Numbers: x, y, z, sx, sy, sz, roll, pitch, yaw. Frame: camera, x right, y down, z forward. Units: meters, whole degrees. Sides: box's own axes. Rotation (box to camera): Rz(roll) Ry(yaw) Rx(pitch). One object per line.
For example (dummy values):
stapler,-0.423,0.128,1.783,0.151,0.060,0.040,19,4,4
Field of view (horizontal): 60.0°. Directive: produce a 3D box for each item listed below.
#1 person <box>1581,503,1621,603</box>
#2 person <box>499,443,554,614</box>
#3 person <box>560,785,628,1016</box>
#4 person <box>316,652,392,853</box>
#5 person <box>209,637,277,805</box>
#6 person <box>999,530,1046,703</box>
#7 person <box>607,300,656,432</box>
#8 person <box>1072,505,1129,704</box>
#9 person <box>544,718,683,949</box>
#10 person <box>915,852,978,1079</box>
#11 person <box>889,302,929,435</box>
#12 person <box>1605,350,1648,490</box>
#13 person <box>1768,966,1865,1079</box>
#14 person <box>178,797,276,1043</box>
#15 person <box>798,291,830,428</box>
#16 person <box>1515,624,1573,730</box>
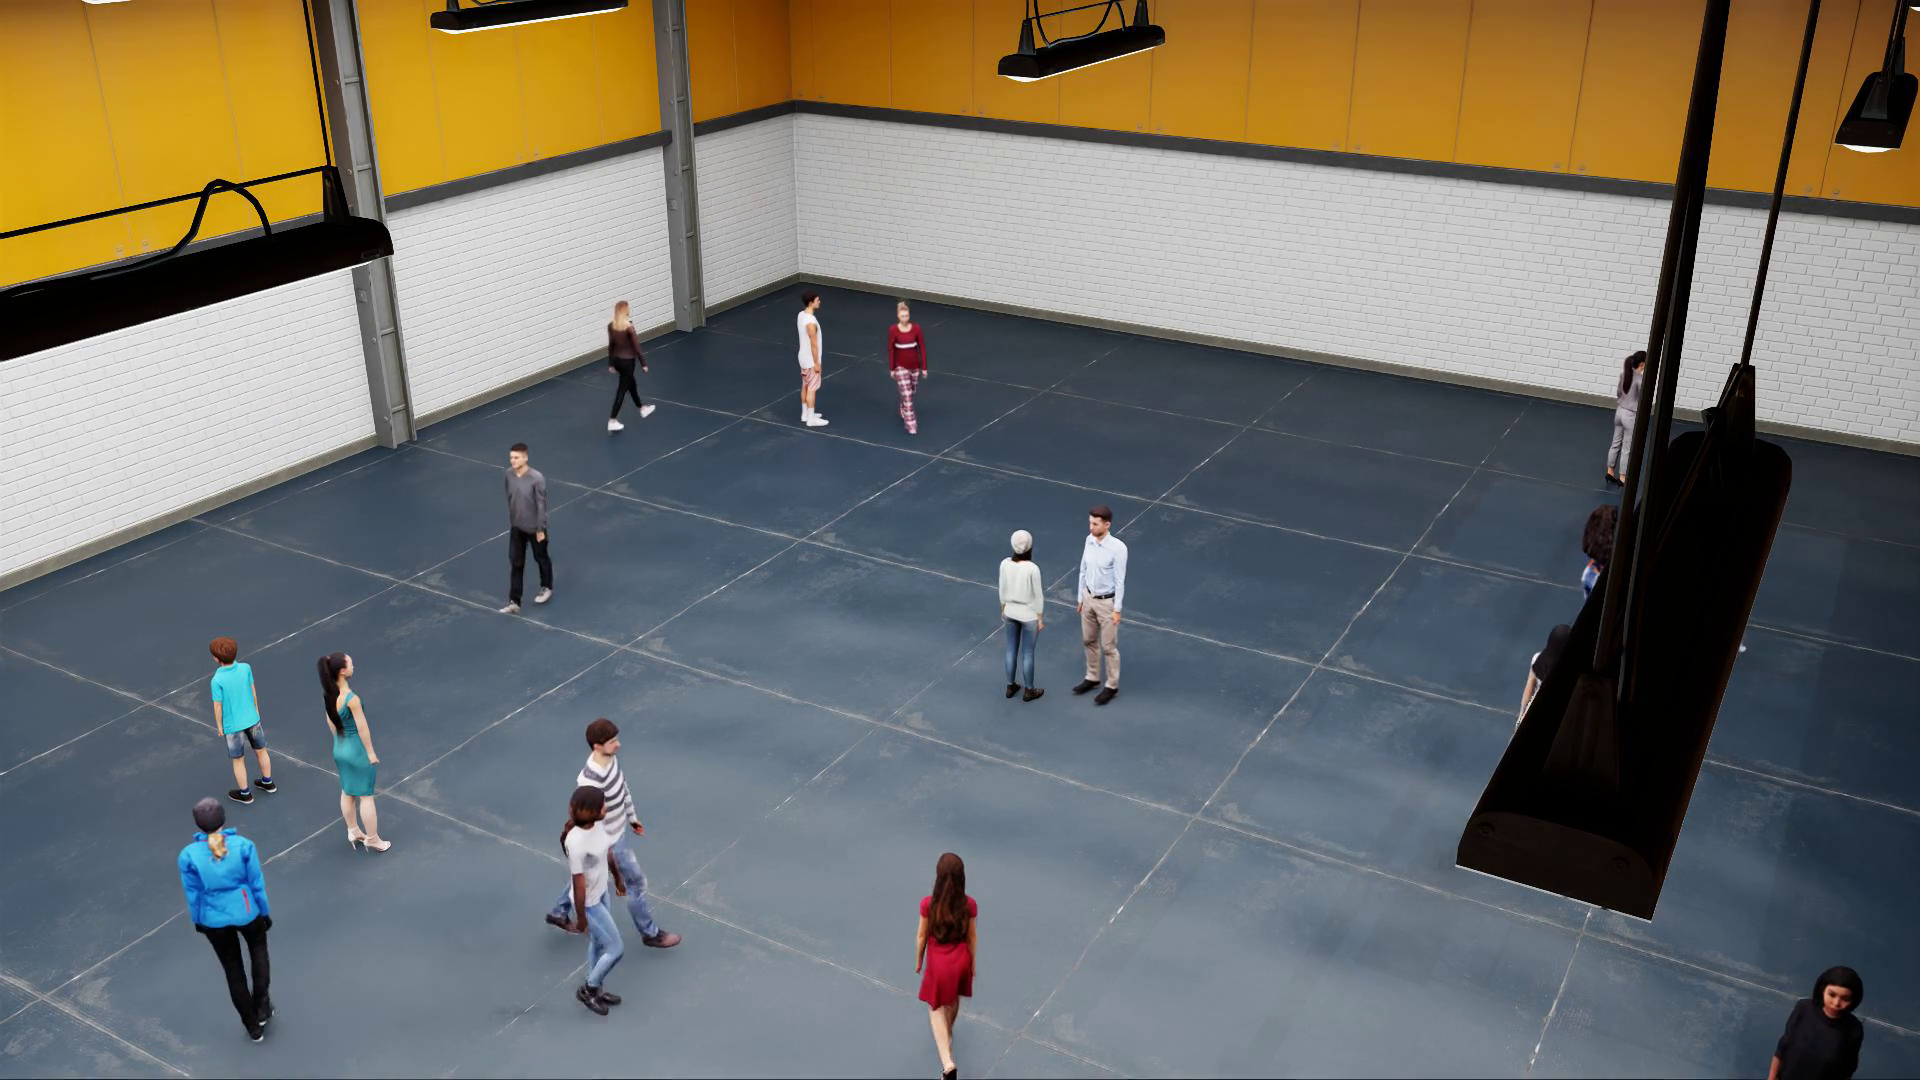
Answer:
person,5.914,0.420,15.506,0.807,1.614,0.762,-9,25,-20
person,-4.282,-0.162,16.690,0.801,1.733,1.085,7,24,15
person,-2.491,2.365,10.937,0.758,1.710,0.673,2,24,3
person,-4.626,1.619,12.666,0.553,1.691,0.470,14,27,28
person,-5.796,1.432,13.395,0.587,1.451,0.446,15,28,31
person,0.554,0.663,14.913,0.564,1.643,0.485,14,27,28
person,-4.380,-2.209,21.469,0.714,1.655,1.162,17,29,33
person,1.277,0.548,14.925,0.693,1.844,0.709,-22,32,-40
person,-2.553,2.055,11.535,1.114,1.799,1.244,0,24,0
person,-0.080,2.685,10.424,0.905,1.534,1.015,-3,24,-7
person,-0.701,-2.251,21.557,1.051,1.661,1.103,-7,25,-15
person,7.892,-1.426,19.649,0.776,1.679,0.720,-7,24,-15
person,4.776,3.071,9.378,0.649,1.665,1.107,16,29,33
person,-4.637,2.470,10.597,0.726,1.790,0.799,-8,25,-18
person,-1.963,-2.376,21.689,0.764,1.786,0.728,-9,25,-19
person,4.482,1.505,12.873,1.228,1.734,0.971,-15,28,-30
